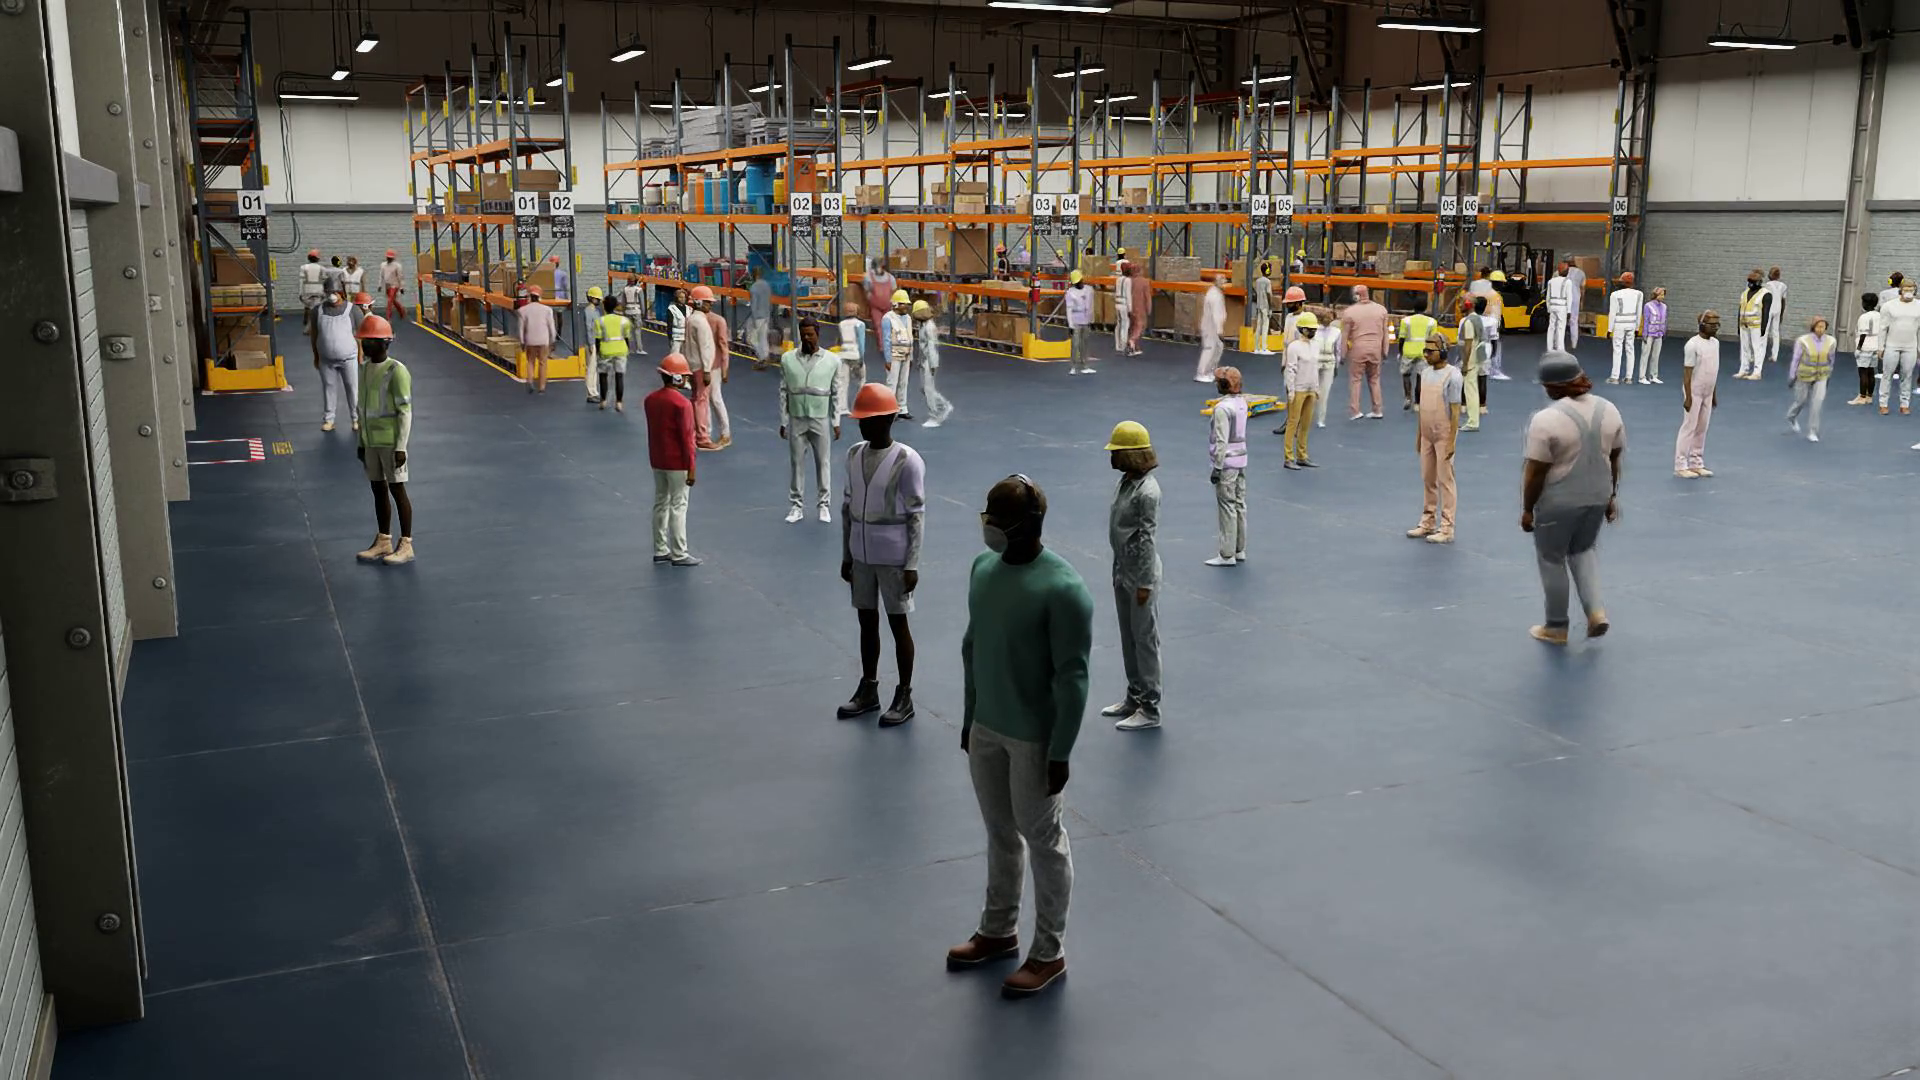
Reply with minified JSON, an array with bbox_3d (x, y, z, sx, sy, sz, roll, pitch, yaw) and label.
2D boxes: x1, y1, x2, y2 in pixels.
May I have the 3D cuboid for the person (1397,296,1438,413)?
[{"bbox_3d":[6.612,-2.680,24.062,0.568,1.667,0.495,2,11,10],"label":"person"}]

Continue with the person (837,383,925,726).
[{"bbox_3d":[-0.461,0.082,9.378,0.552,1.937,0.356,8,14,35],"label":"person"}]

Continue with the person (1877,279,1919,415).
[{"bbox_3d":[13.457,-2.749,23.782,0.625,1.934,0.376,4,12,19],"label":"person"}]

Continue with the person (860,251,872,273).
[{"bbox_3d":[-3.042,-8.330,52.596,0.563,1.752,0.328,-5,12,-23],"label":"person"}]

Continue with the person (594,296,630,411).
[{"bbox_3d":[-5.098,-2.727,24.309,0.551,1.677,0.624,-5,12,-23],"label":"person"}]

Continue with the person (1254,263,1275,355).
[{"bbox_3d":[6.215,-4.711,33.911,0.323,1.871,0.528,-5,12,-23],"label":"person"}]

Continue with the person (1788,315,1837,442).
[{"bbox_3d":[10.835,-2.082,21.239,0.521,1.607,0.659,2,11,9],"label":"person"}]

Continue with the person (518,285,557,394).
[{"bbox_3d":[-6.716,-3.187,26.497,0.572,1.738,0.412,0,11,-2],"label":"person"}]

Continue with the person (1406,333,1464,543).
[{"bbox_3d":[4.188,-0.896,14.613,0.340,1.838,0.505,-5,12,-23],"label":"person"}]

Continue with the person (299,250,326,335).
[{"bbox_3d":[-15.321,-5.840,39.354,0.647,1.988,0.778,-6,13,-28],"label":"person"}]

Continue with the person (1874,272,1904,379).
[{"bbox_3d":[16.247,-3.735,28.988,0.511,1.862,0.329,4,12,19],"label":"person"}]

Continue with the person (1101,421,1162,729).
[{"bbox_3d":[0.962,0.194,9.332,0.336,1.733,0.480,-3,12,-17],"label":"person"}]

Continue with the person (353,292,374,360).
[{"bbox_3d":[-8.443,-2.644,23.699,0.329,1.750,0.573,-6,13,-28],"label":"person"}]

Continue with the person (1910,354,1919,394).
[{"bbox_3d":[15.392,-3.227,26.277,0.611,1.898,0.703,-10,15,-42],"label":"person"}]

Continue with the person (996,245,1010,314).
[{"bbox_3d":[1.117,-6.826,44.253,0.404,2.030,0.618,3,11,13],"label":"person"}]

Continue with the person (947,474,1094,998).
[{"bbox_3d":[0.217,0.714,6.162,0.370,1.941,0.627,-9,14,-37],"label":"person"}]

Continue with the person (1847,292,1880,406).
[{"bbox_3d":[13.596,-2.859,24.941,0.532,1.696,0.318,-8,14,-37],"label":"person"}]

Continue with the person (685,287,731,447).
[{"bbox_3d":[-3.139,-2.131,20.537,0.638,1.983,0.419,7,13,31],"label":"person"}]

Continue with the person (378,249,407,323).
[{"bbox_3d":[-14.925,-6.695,43.853,0.644,1.948,0.966,4,12,21],"label":"person"}]

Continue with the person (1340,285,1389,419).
[{"bbox_3d":[5.648,-2.615,23.252,0.711,1.885,0.404,-2,11,-8],"label":"person"}]

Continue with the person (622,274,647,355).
[{"bbox_3d":[-6.652,-4.600,33.937,0.525,1.637,0.307,5,12,24],"label":"person"}]

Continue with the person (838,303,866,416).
[{"bbox_3d":[-1.527,-2.600,23.893,0.513,1.574,0.843,6,13,28],"label":"person"}]

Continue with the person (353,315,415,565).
[{"bbox_3d":[-4.755,-0.819,13.675,0.607,2.048,0.368,7,13,33],"label":"person"}]

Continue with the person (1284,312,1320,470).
[{"bbox_3d":[3.888,-1.678,18.761,0.533,1.767,0.321,-9,15,-40],"label":"person"}]

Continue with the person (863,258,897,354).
[{"bbox_3d":[-1.602,-4.835,34.101,0.706,2.000,1.033,-4,12,-19],"label":"person"}]

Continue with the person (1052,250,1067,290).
[{"bbox_3d":[3.030,-7.946,50.630,0.537,1.760,0.328,-3,11,-13],"label":"person"}]

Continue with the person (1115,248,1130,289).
[{"bbox_3d":[4.460,-7.089,45.883,0.418,1.917,0.589,9,14,39],"label":"person"}]

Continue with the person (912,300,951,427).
[{"bbox_3d":[-0.391,-2.395,22.549,0.497,1.703,0.600,-2,11,-10],"label":"person"}]

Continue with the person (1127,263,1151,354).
[{"bbox_3d":[3.561,-4.678,33.726,0.647,1.880,0.669,8,14,35],"label":"person"}]

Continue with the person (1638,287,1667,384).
[{"bbox_3d":[11.718,-3.448,28.105,0.514,1.634,0.313,-5,12,-25],"label":"person"}]

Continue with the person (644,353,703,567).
[{"bbox_3d":[-2.330,-0.648,13.588,0.571,1.747,0.345,10,15,42],"label":"person"}]

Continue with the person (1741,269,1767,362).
[{"bbox_3d":[15.274,-4.306,32.021,0.549,1.800,0.512,-5,12,-22],"label":"person"}]
